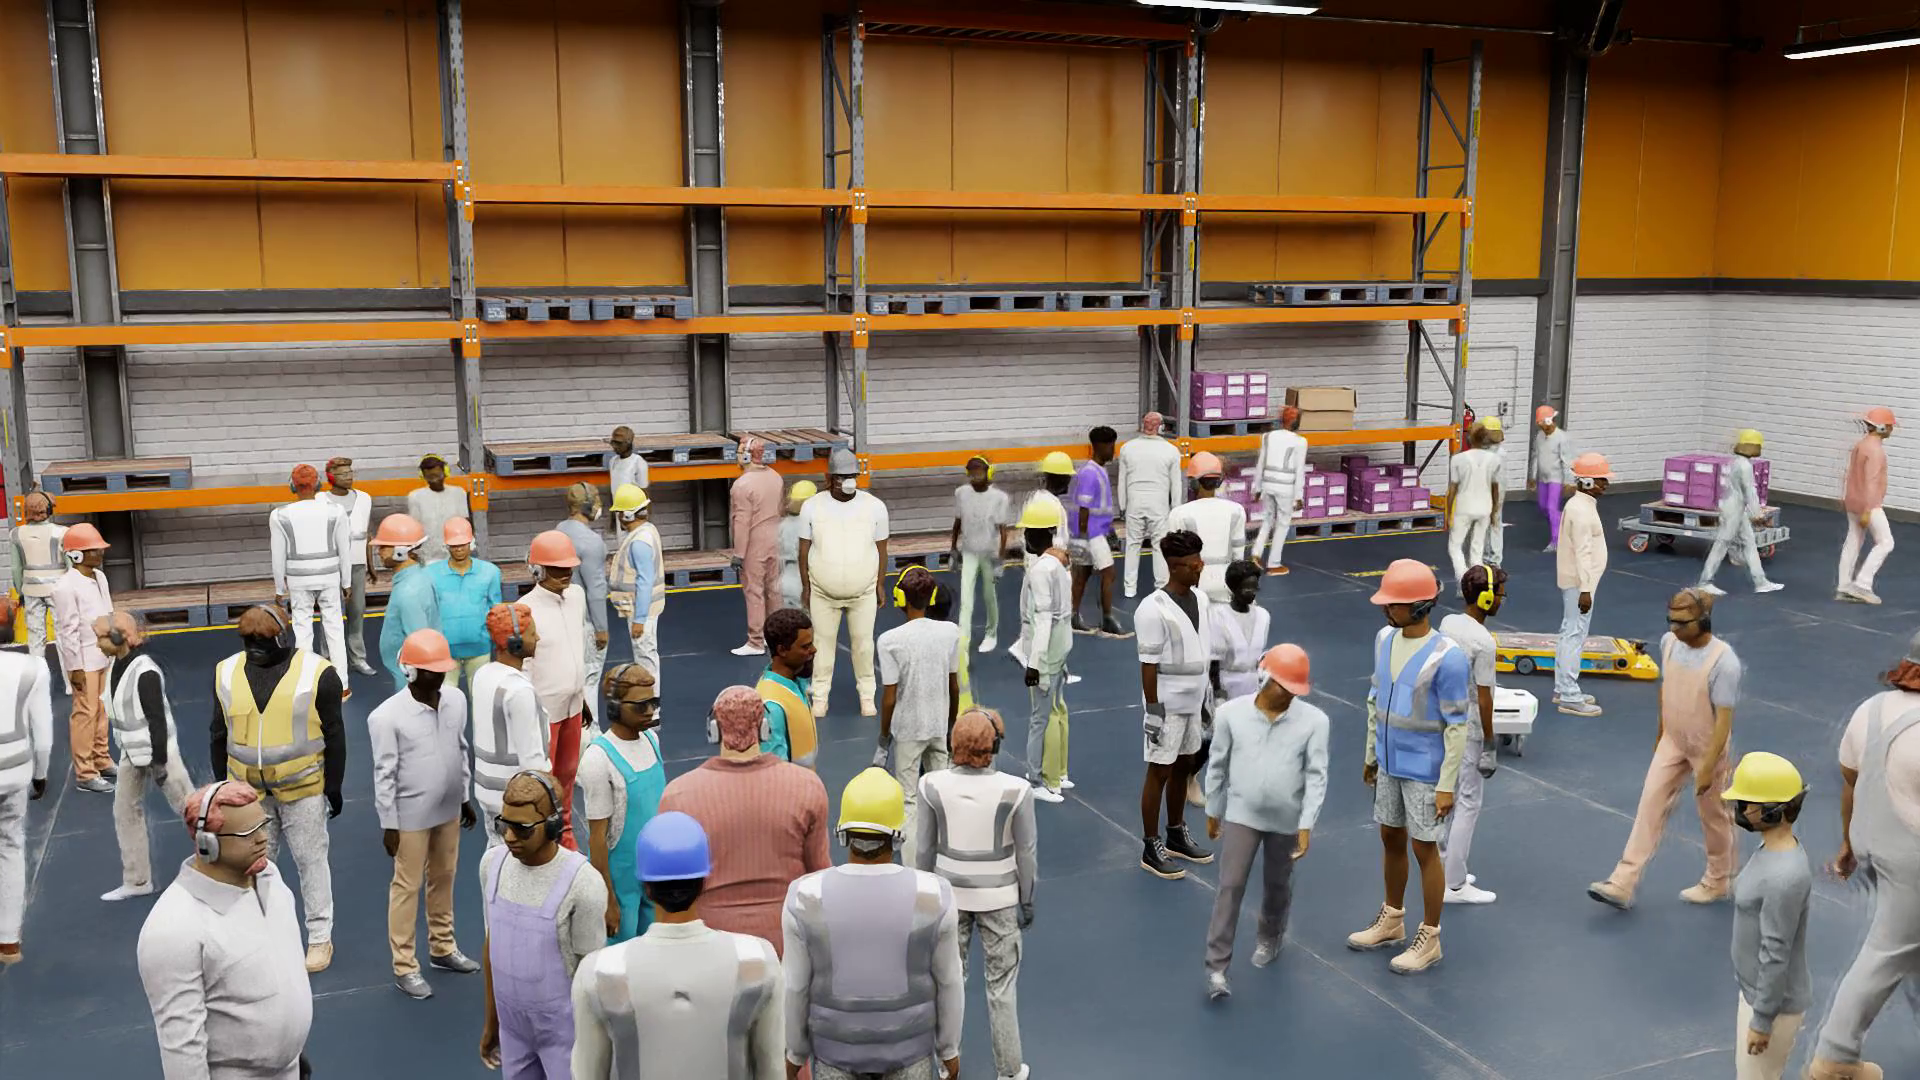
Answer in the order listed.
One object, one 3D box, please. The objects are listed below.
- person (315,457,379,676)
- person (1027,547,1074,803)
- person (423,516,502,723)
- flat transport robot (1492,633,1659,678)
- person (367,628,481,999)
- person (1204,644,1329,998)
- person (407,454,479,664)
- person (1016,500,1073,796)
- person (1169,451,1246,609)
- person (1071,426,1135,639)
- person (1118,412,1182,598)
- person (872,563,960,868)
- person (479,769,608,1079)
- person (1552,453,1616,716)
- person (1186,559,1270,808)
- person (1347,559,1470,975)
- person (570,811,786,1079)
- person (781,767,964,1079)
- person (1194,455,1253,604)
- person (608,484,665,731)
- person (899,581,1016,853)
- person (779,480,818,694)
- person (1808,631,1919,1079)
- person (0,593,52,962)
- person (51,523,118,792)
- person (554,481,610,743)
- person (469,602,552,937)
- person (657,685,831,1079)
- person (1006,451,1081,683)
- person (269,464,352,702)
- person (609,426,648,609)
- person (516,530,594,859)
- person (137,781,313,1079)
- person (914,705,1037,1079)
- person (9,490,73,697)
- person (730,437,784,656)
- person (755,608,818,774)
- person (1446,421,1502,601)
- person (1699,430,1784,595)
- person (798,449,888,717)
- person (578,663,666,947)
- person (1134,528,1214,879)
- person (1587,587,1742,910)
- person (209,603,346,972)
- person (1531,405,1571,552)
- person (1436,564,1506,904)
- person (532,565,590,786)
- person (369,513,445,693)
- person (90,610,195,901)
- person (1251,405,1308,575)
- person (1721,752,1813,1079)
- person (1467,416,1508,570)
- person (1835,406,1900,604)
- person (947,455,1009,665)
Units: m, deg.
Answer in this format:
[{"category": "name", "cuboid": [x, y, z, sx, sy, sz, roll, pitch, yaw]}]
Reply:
[{"category": "person", "cuboid": [-5.066, 0.230, 13.634, 0.373, 1.847, 0.571, 8, 13, 38]}, {"category": "person", "cuboid": [0.588, 0.848, 10.695, 0.279, 1.634, 0.498, 3, 10, 18]}, {"category": "person", "cuboid": [-3.342, 0.704, 11.177, 0.560, 1.753, 0.328, -4, 11, -22]}, {"category": "flat transport robot", "cuboid": [5.062, 0.955, 14.002, 1.431, 0.197, 0.652, 2, 10, 12]}, {"category": "person", "cuboid": [-2.515, 1.274, 7.912, 0.350, 1.747, 0.564, 5, 11, 29]}, {"category": "person", "cuboid": [1.444, 1.310, 7.901, 0.573, 1.682, 0.857, 2, 10, 10]}, {"category": "person", "cuboid": [-4.360, 0.179, 13.996, 0.529, 1.840, 0.481, -8, 13, -40]}, {"category": "person", "cuboid": [0.530, 0.699, 10.714, 0.375, 1.925, 0.595, 3, 10, 17]}, {"category": "person", "cuboid": [1.802, 0.361, 12.323, 0.605, 2.045, 0.372, -3, 10, -17]}, {"category": "person", "cuboid": [1.320, -0.076, 15.123, 0.797, 1.932, 0.636, 2, 10, 10]}, {"category": "person", "cuboid": [1.917, -0.344, 16.833, 0.650, 1.899, 0.399, 3, 10, 17]}, {"category": "person", "cuboid": [-0.229, 1.048, 8.864, 0.519, 1.874, 0.331, -6, 12, -31]}, {"category": "person", "cuboid": [-1.387, 1.642, 5.554, 0.502, 1.840, 0.349, 5, 11, 29]}, {"category": "person", "cuboid": [4.735, 0.327, 12.661, 0.381, 1.994, 0.620, 2, 10, 14]}, {"category": "person", "cuboid": [1.652, 0.914, 10.218, 0.520, 1.658, 0.810, -5, 11, -25]}, {"category": "person", "cuboid": [2.172, 1.095, 8.110, 0.391, 2.036, 0.615, -5, 11, -25]}, {"category": "person", "cuboid": [-0.800, 1.728, 4.769, 0.612, 1.936, 0.421, -3, 10, -15]}, {"category": "person", "cuboid": [-0.288, 1.648, 5.514, 0.603, 1.830, 0.404, 0, 10, -2]}, {"category": "person", "cuboid": [2.425, -0.010, 15.764, 0.781, 1.617, 0.519, 0, 10, -1]}, {"category": "person", "cuboid": [-2.360, 0.497, 12.170, 0.404, 1.825, 0.587, -2, 10, -9]}, {"category": "person", "cuboid": [-0.047, 1.038, 9.557, 0.885, 1.648, 0.538, 1, 10, 6]}, {"category": "person", "cuboid": [-1.275, 0.399, 13.025, 0.498, 1.722, 0.526, 9, 14, 43]}, {"category": "person", "cuboid": [4.064, 1.290, 6.979, 1.003, 2.000, 0.693, 0, 10, -1]}, {"category": "person", "cuboid": [-4.796, 1.172, 8.196, 0.596, 1.876, 0.523, -8, 12, -37]}, {"category": "person", "cuboid": [-5.667, 0.757, 10.867, 0.322, 1.755, 0.565, -1, 10, -5]}, {"category": "person", "cuboid": [-2.608, 0.557, 11.506, 0.379, 1.938, 0.629, -7, 12, -37]}, {"category": "person", "cuboid": [-2.089, 1.223, 7.823, 0.358, 1.883, 0.572, -7, 12, -37]}, {"category": "person", "cuboid": [-0.808, 1.482, 6.288, 0.643, 1.900, 0.399, -2, 10, -12]}, {"category": "person", "cuboid": [0.711, 0.228, 13.464, 0.499, 1.910, 0.598, 0, 10, -2]}, {"category": "person", "cuboid": [-5.000, 0.345, 12.866, 0.572, 1.887, 0.356, -5, 11, -24]}, {"category": "person", "cuboid": [-3.219, -0.201, 16.186, 0.502, 1.833, 0.362, 8, 13, 39]}, {"category": "person", "cuboid": [-2.237, 0.926, 9.207, 0.396, 1.992, 0.623, 4, 11, 21]}, {"category": "person", "cuboid": [-2.214, 1.671, 5.174, 0.408, 1.909, 0.638, 1, 10, 4]}, {"category": "person", "cuboid": [0.064, 1.500, 6.920, 0.514, 1.640, 0.315, 2, 10, 12]}, {"category": "person", "cuboid": [-7.176, 0.430, 13.088, 0.514, 1.642, 0.310, 0, 10, -2]}, {"category": "person", "cuboid": [-1.797, 0.055, 14.480, 0.401, 1.911, 0.643, 5, 11, 27]}, {"category": "person", "cuboid": [-0.801, 1.249, 7.571, 0.384, 1.918, 0.596, 0, 10, -2]}, {"category": "person", "cuboid": [5.106, -0.268, 16.566, 0.517, 1.828, 0.564, 1, 10, 3]}, {"category": "person", "cuboid": [8.008, -0.264, 16.917, 0.877, 1.703, 0.499, 4, 11, 22]}, {"category": "person", "cuboid": [-0.875, 0.329, 12.517, 0.687, 2.000, 0.538, -1, 10, -4]}, {"category": "person", "cuboid": [-1.351, 1.408, 6.870, 0.345, 1.844, 0.508, 3, 10, 16]}, {"category": "person", "cuboid": [1.228, 0.907, 9.403, 0.367, 1.967, 0.607, 8, 13, 39]}, {"category": "person", "cuboid": [3.768, 1.116, 8.744, 0.970, 1.774, 0.579, -5, 11, -26]}, {"category": "person", "cuboid": [-3.310, 1.203, 8.075, 0.634, 1.834, 0.429, 0, 10, -2]}, {"category": "person", "cuboid": [7.045, -0.734, 19.593, 0.591, 1.711, 0.628, -2, 10, -14]}, {"category": "person", "cuboid": [2.738, 1.042, 8.960, 0.342, 1.857, 0.518, -2, 10, -12]}, {"category": "person", "cuboid": [-2.589, 0.843, 10.727, 0.279, 1.633, 0.498, 4, 11, 21]}, {"category": "person", "cuboid": [-3.216, 0.830, 9.760, 0.382, 1.996, 0.608, -2, 10, -14]}, {"category": "person", "cuboid": [-4.329, 1.155, 9.035, 0.555, 1.610, 0.618, 8, 12, 38]}, {"category": "person", "cuboid": [3.468, -0.531, 17.997, 0.485, 1.861, 0.596, -8, 13, -40]}, {"category": "person", "cuboid": [2.849, 1.617, 5.937, 0.342, 1.754, 0.531, 4, 11, 22]}, {"category": "person", "cuboid": [5.703, -0.471, 17.981, 0.306, 1.745, 0.483, -2, 10, -14]}, {"category": "person", "cuboid": [9.069, -0.345, 16.575, 0.522, 1.975, 0.613, 1, 10, 8]}, {"category": "person", "cuboid": [0.140, 0.152, 14.238, 0.560, 1.800, 1.031, 2, 10, 14]}]
